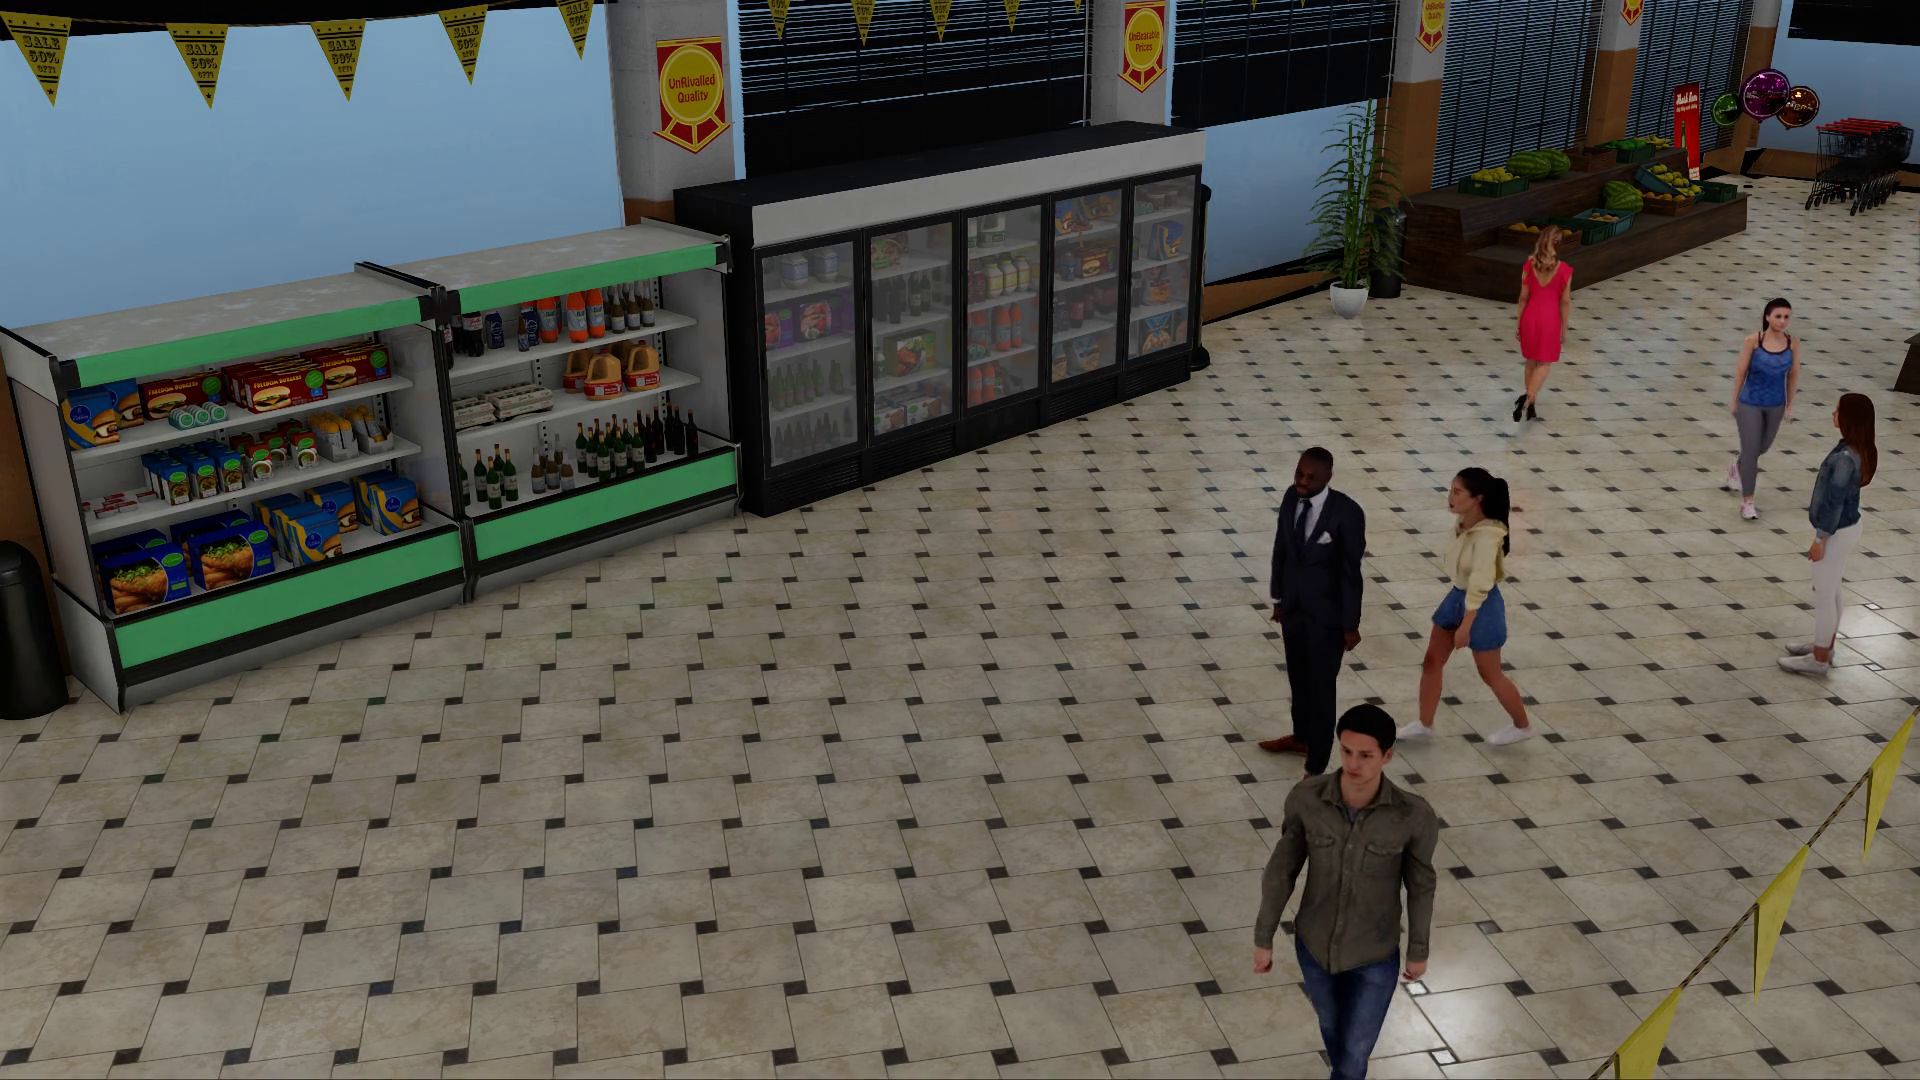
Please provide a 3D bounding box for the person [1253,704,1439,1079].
[{"bbox_3d":[1.412,1.403,5.941,0.921,1.820,1.201,12,25,27],"label":"person"}]

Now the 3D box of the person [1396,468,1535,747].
[{"bbox_3d":[2.773,0.397,8.765,1.095,1.581,1.011,-2,22,-5],"label":"person"}]

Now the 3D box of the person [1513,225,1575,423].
[{"bbox_3d":[4.857,-1.769,13.988,0.676,1.706,0.989,15,26,32],"label":"person"}]

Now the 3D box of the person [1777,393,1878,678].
[{"bbox_3d":[5.113,-0.032,9.674,0.673,1.700,0.475,17,28,36],"label":"person"}]

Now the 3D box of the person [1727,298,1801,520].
[{"bbox_3d":[5.873,-0.997,12.231,0.972,1.583,1.098,2,22,6],"label":"person"}]

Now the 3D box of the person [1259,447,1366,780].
[{"bbox_3d":[1.832,0.363,8.539,0.806,1.813,0.844,-11,24,-25],"label":"person"}]
